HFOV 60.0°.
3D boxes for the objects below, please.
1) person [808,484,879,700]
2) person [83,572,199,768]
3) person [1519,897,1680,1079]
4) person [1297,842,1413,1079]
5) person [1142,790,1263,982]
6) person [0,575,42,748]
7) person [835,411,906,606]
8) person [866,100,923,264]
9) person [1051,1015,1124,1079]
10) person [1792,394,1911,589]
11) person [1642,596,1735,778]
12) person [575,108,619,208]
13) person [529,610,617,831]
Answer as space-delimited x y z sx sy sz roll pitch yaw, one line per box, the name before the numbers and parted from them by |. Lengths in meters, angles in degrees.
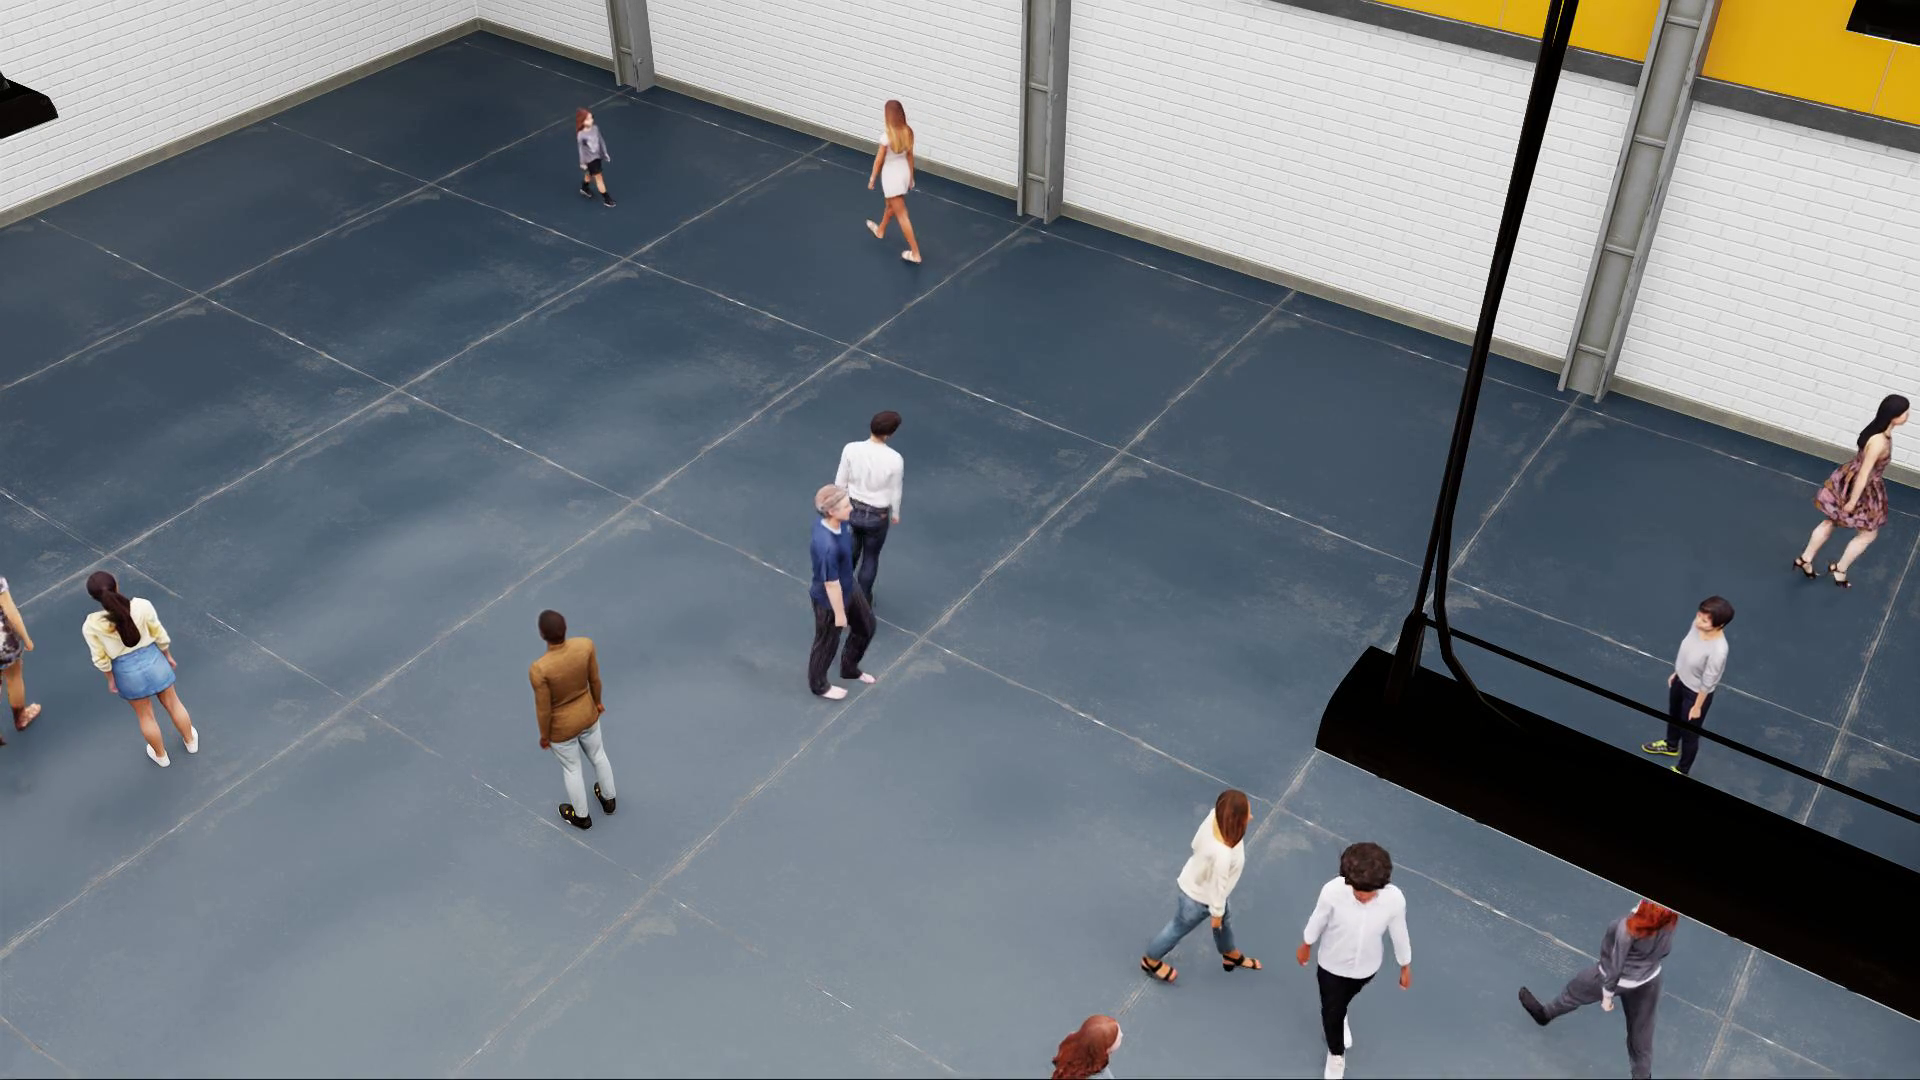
person | -0.979 0.380 11.705 0.898 1.847 0.845 4 39 5
person | -5.558 0.870 11.263 0.699 1.633 0.659 -27 46 -29
person | 3.732 2.489 9.166 1.015 1.720 1.234 -15 41 -18
person | 2.185 2.268 9.396 0.980 1.779 1.048 -1 39 -1
person | 1.365 2.041 9.793 1.067 1.638 0.889 6 39 7
person | -6.624 0.744 11.356 0.926 1.714 0.965 -5 39 -6
person | -0.718 -0.181 12.425 0.692 1.825 0.857 4 39 5
person | -0.597 -3.588 16.834 0.731 1.646 1.158 -32 48 -33
person | 0.549 3.022 8.501 0.971 1.718 0.962 -12 40 -14
person | 6.766 -0.380 12.730 0.810 1.755 0.723 12 40 14
person | 4.948 0.983 11.192 0.686 1.545 0.649 -1 39 -1
person | -4.024 -4.177 18.023 0.807 1.083 0.532 19 42 22
person | -2.506 1.153 10.761 0.672 1.817 0.608 -31 48 -33
